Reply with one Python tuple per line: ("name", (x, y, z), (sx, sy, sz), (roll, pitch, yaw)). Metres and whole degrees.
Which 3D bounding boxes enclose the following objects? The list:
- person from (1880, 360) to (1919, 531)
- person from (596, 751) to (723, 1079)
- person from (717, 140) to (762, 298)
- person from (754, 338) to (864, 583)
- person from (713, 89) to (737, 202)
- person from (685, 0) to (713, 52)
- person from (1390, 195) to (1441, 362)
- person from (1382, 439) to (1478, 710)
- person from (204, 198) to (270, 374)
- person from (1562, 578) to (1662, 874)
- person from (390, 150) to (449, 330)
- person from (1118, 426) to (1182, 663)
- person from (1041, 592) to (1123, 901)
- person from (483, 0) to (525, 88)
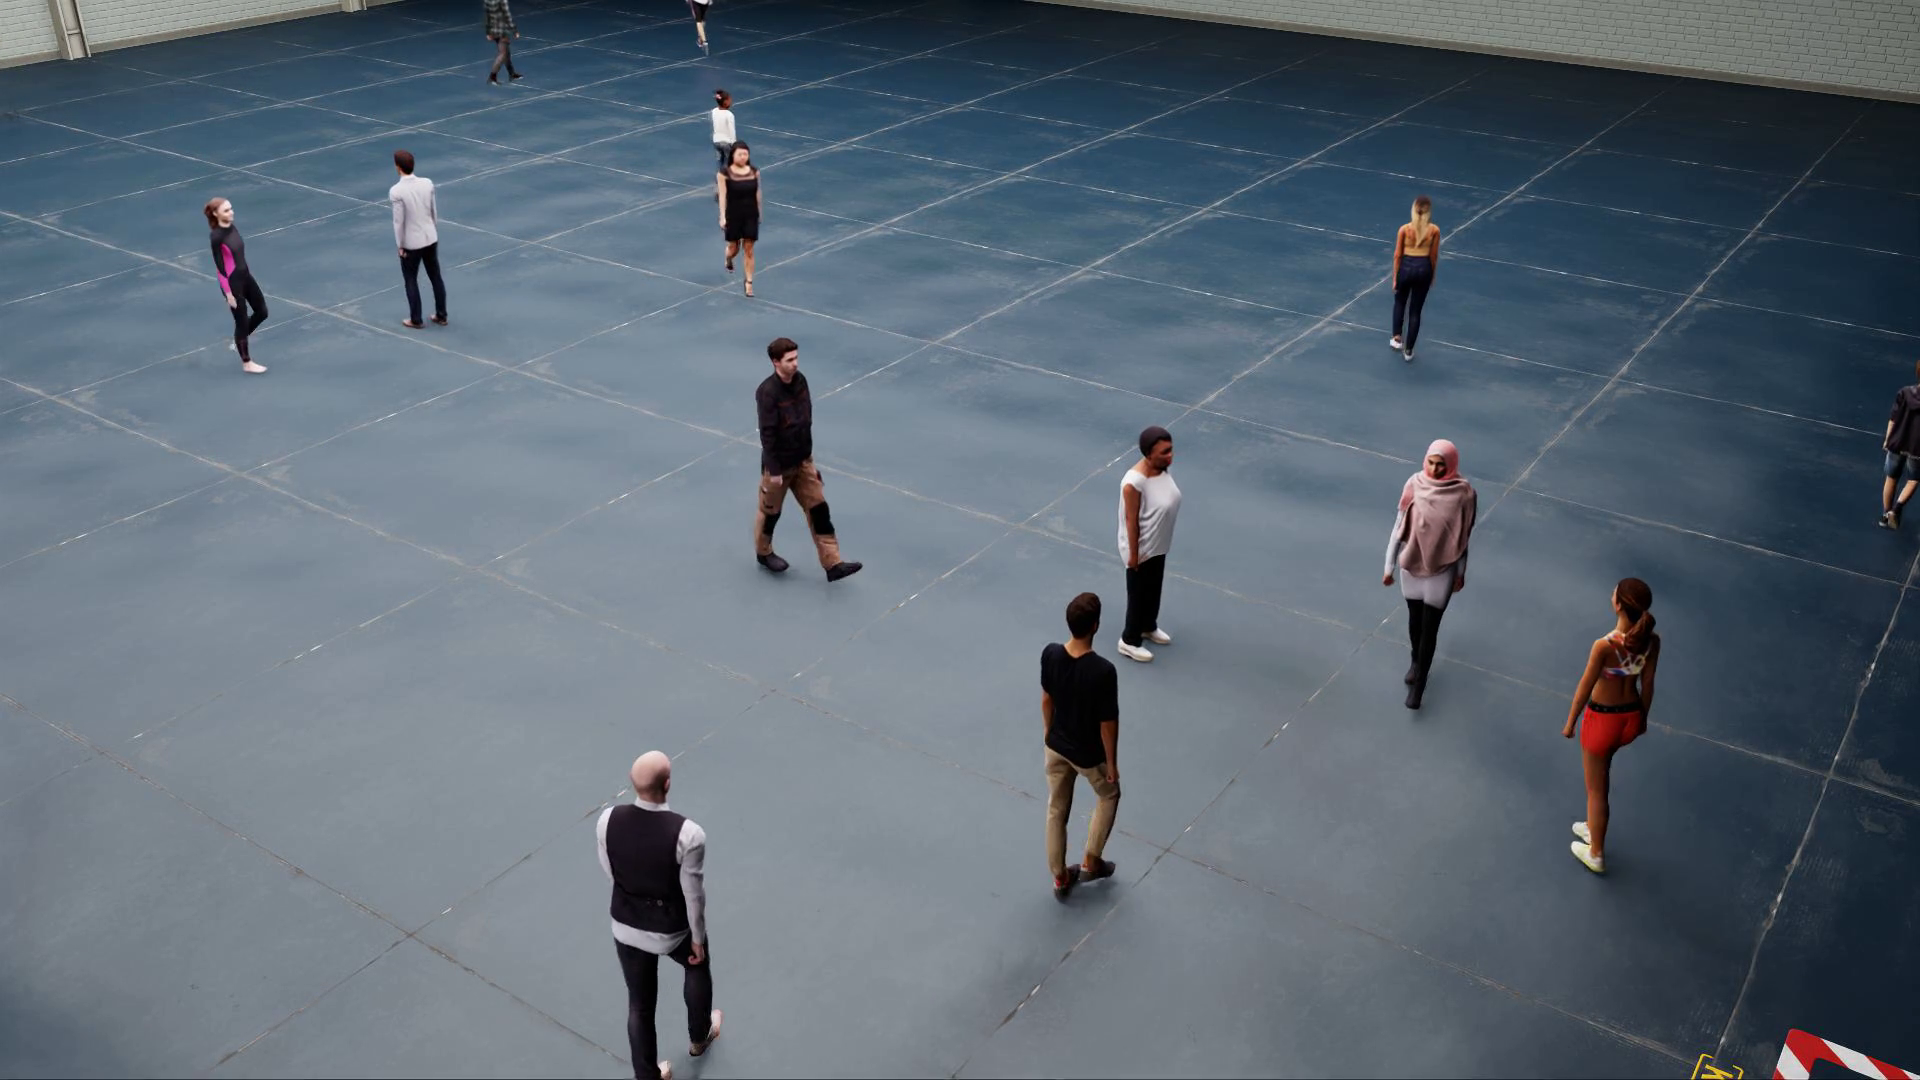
("person", (7.408, -0.731, 12.980), (0.559, 1.441, 0.716), (20, 34, 34))
("person", (-1.430, 1.848, 7.588), (0.917, 1.792, 1.033), (4, 27, 7))
("person", (-2.411, -3.494, 18.064), (0.940, 1.699, 0.953), (-12, 30, -22))
("person", (-1.336, -0.578, 12.210), (0.793, 1.875, 1.108), (19, 33, 32))
("person", (-3.069, -5.100, 21.452), (0.547, 1.453, 0.543), (16, 31, 29))
("person", (-4.716, -9.756, 30.169), (1.170, 1.751, 1.099), (-11, 29, -20))
("person", (4.460, -2.540, 16.310), (0.723, 1.610, 0.799), (6, 28, 11))
("person", (3.076, 0.155, 10.885), (0.717, 1.783, 0.956), (13, 30, 24))
("person", (-7.025, -2.445, 15.988), (0.769, 1.735, 0.722), (5, 28, 9))
("person", (3.619, 1.063, 9.128), (0.749, 1.778, 0.812), (-7, 28, -13))
("person", (-5.531, -3.087, 17.118), (0.780, 1.843, 0.621), (23, 35, 37))
("person", (1.284, 0.003, 11.286), (0.715, 1.686, 0.551), (16, 31, 28))
("person", (0.593, 1.157, 8.871), (0.680, 1.847, 0.634), (16, 31, 28))
("person", (-7.394, -8.100, 26.554), (0.674, 1.685, 1.057), (19, 33, 32))
